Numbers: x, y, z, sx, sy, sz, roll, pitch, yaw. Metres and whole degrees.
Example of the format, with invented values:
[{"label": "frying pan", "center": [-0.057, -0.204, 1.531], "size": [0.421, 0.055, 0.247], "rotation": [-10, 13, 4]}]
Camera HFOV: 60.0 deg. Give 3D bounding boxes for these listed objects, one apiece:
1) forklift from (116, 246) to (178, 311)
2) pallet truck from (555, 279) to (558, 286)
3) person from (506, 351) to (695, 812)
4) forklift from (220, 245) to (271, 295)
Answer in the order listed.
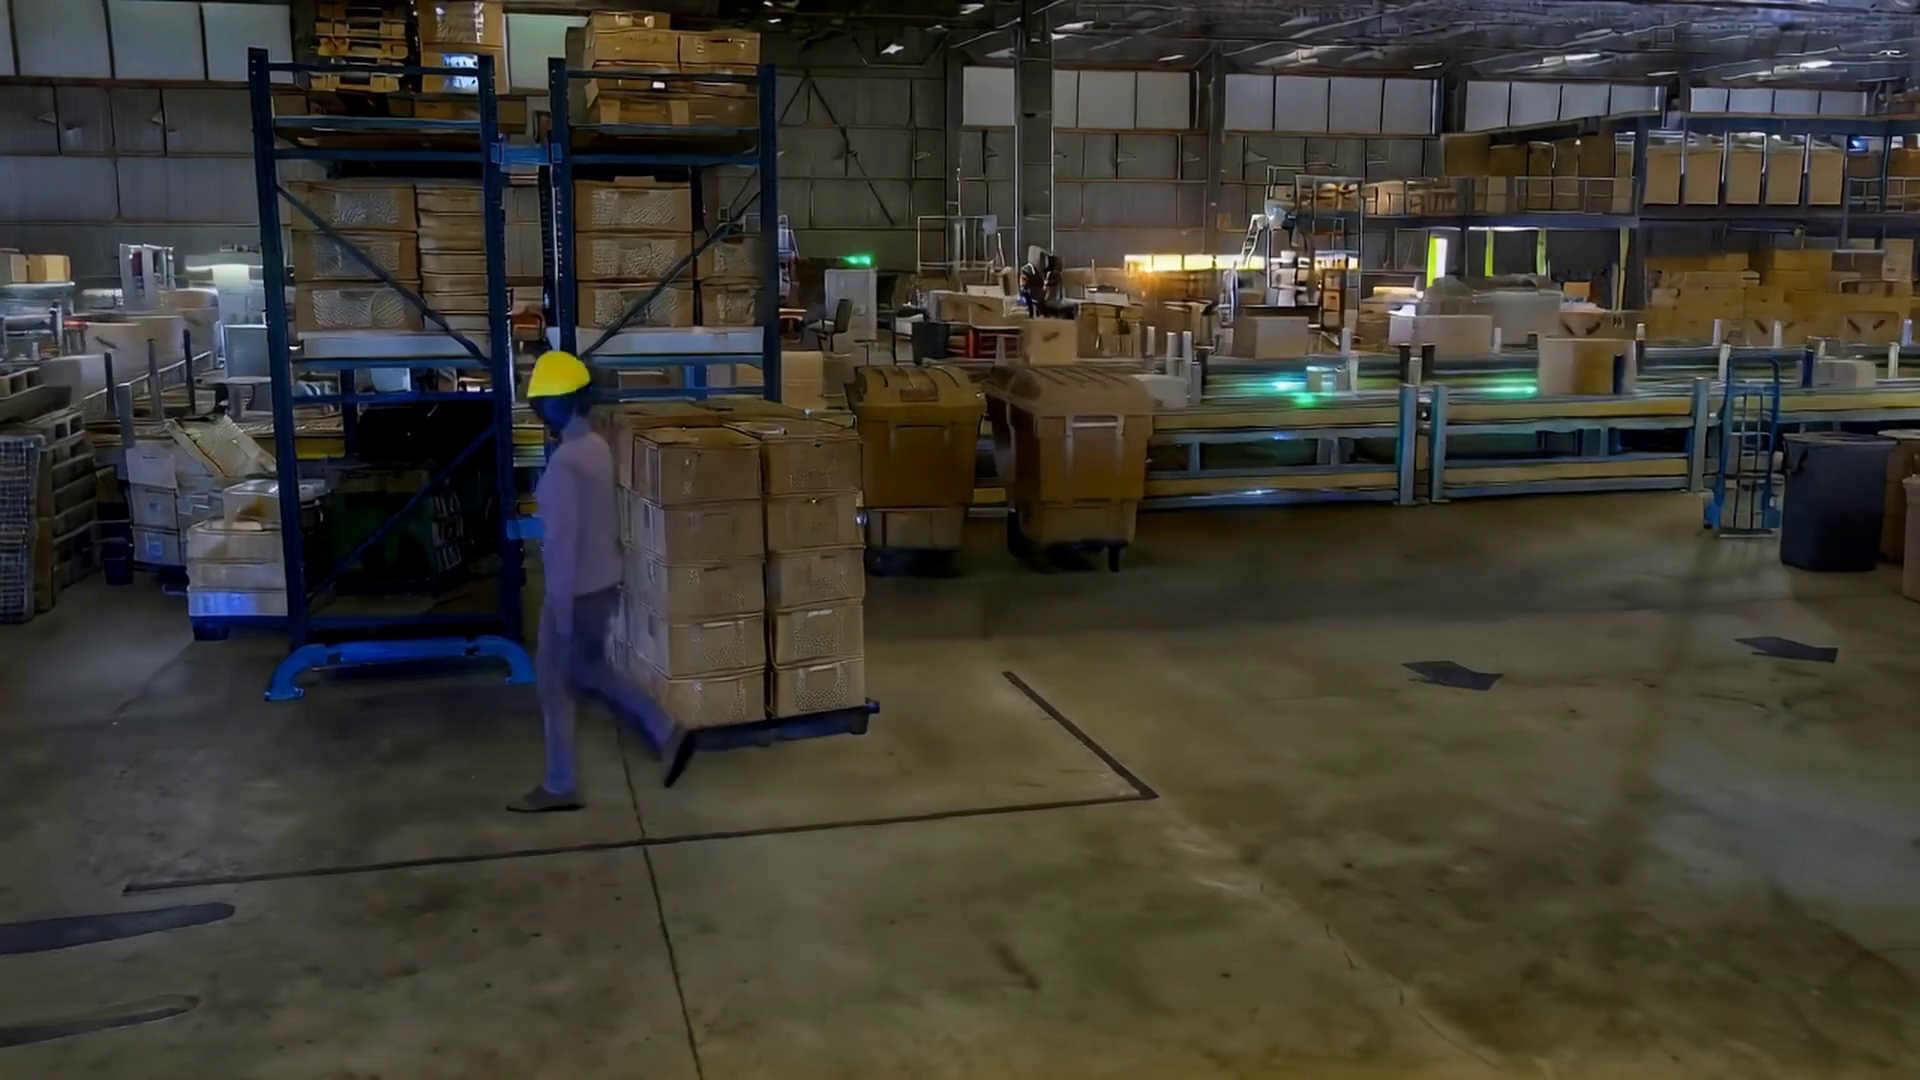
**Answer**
[{"label": "forklift", "center": [-19.966, -6.232, 40.894], "size": [1.157, 1.987, 2.680], "rotation": [-3, 10, -15]}, {"label": "pallet truck", "center": [-10.604, -6.375, 44.520], "size": [0.653, 1.274, 1.630], "rotation": [-3, 10, -15]}, {"label": "person", "center": [-1.359, 0.165, 6.217], "size": [0.638, 1.746, 0.543], "rotation": [1, 10, 8]}, {"label": "forklift", "center": [-17.749, -6.334, 41.440], "size": [1.157, 1.987, 2.680], "rotation": [-3, 10, -17]}]
